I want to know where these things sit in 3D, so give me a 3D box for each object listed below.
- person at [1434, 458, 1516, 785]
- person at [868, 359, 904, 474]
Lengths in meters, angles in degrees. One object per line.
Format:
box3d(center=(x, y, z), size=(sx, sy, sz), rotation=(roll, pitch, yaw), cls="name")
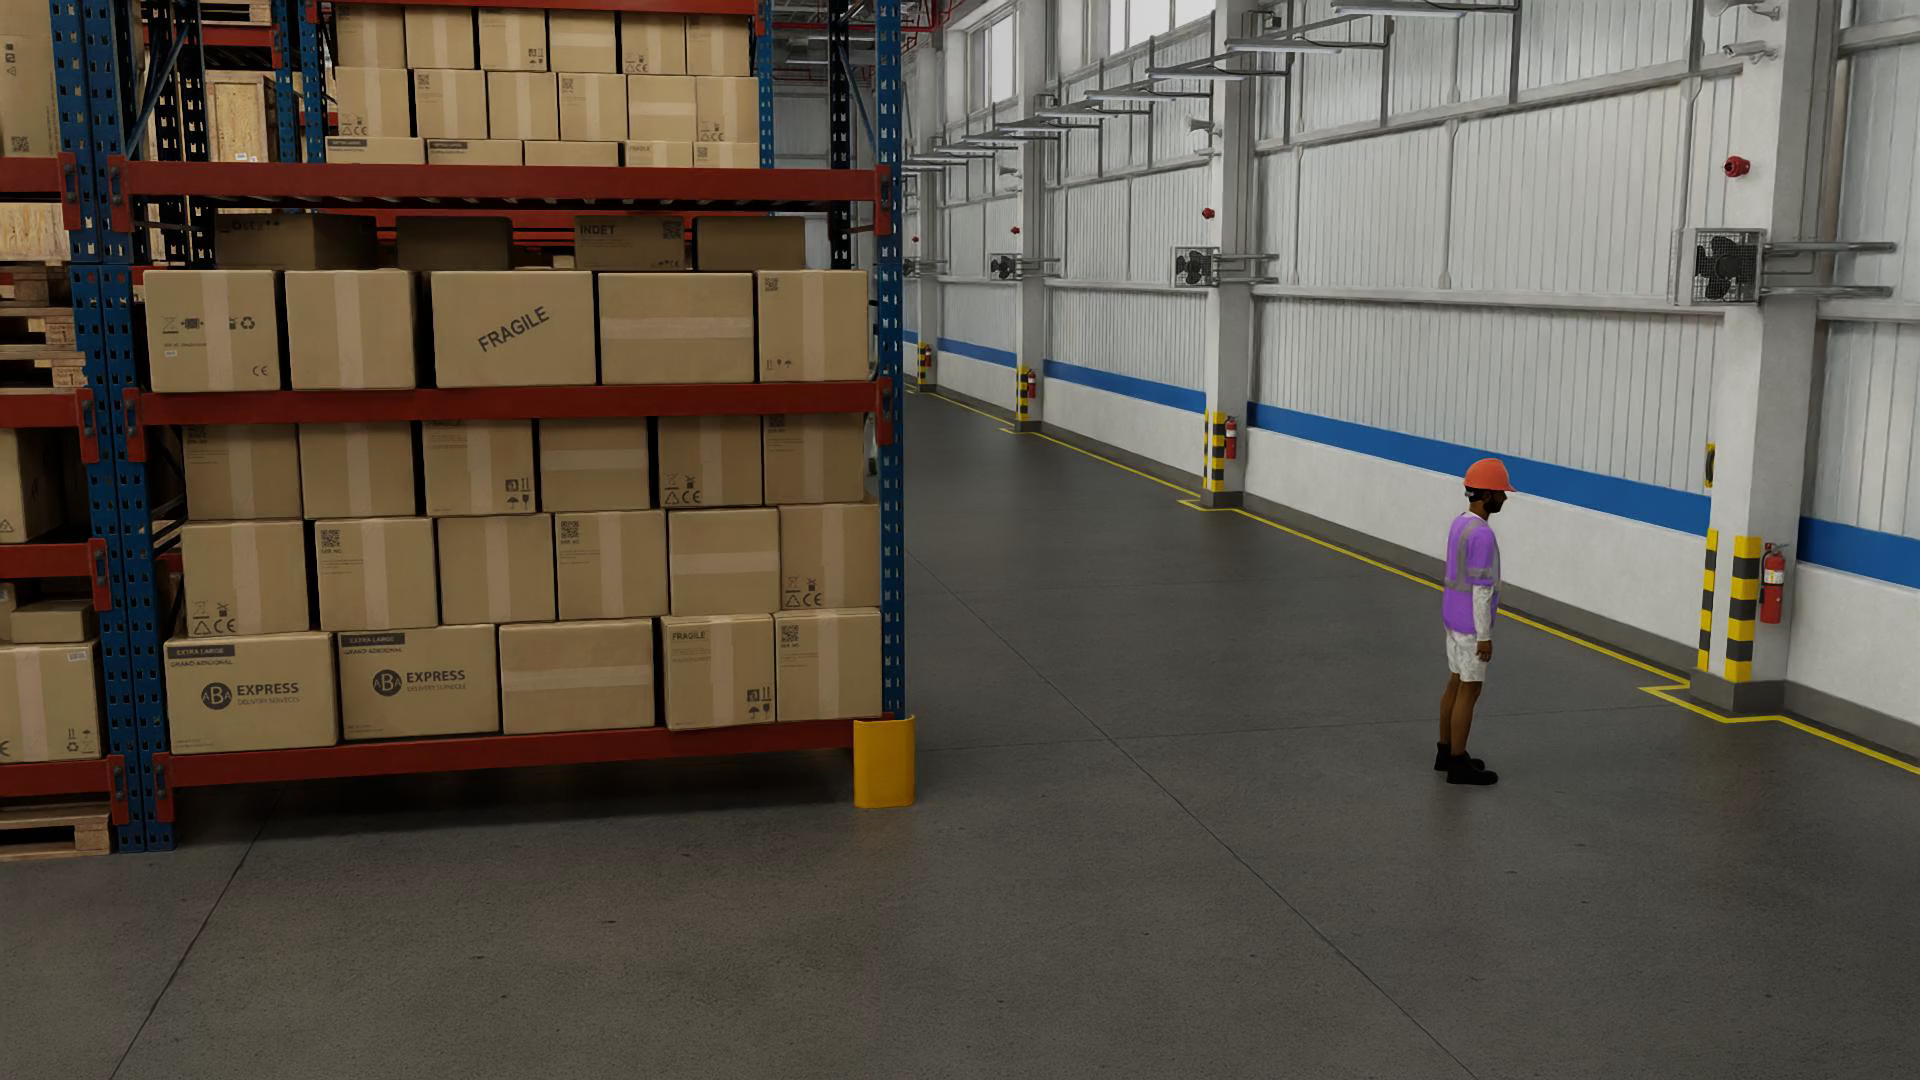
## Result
box3d(center=(3.038, 0.479, 9.794), size=(0.385, 1.930, 0.540), rotation=(1, 9, 5), cls="person")
box3d(center=(-1.110, -1.847, 24.359), size=(0.601, 1.797, 0.758), rotation=(2, 10, 11), cls="person")
